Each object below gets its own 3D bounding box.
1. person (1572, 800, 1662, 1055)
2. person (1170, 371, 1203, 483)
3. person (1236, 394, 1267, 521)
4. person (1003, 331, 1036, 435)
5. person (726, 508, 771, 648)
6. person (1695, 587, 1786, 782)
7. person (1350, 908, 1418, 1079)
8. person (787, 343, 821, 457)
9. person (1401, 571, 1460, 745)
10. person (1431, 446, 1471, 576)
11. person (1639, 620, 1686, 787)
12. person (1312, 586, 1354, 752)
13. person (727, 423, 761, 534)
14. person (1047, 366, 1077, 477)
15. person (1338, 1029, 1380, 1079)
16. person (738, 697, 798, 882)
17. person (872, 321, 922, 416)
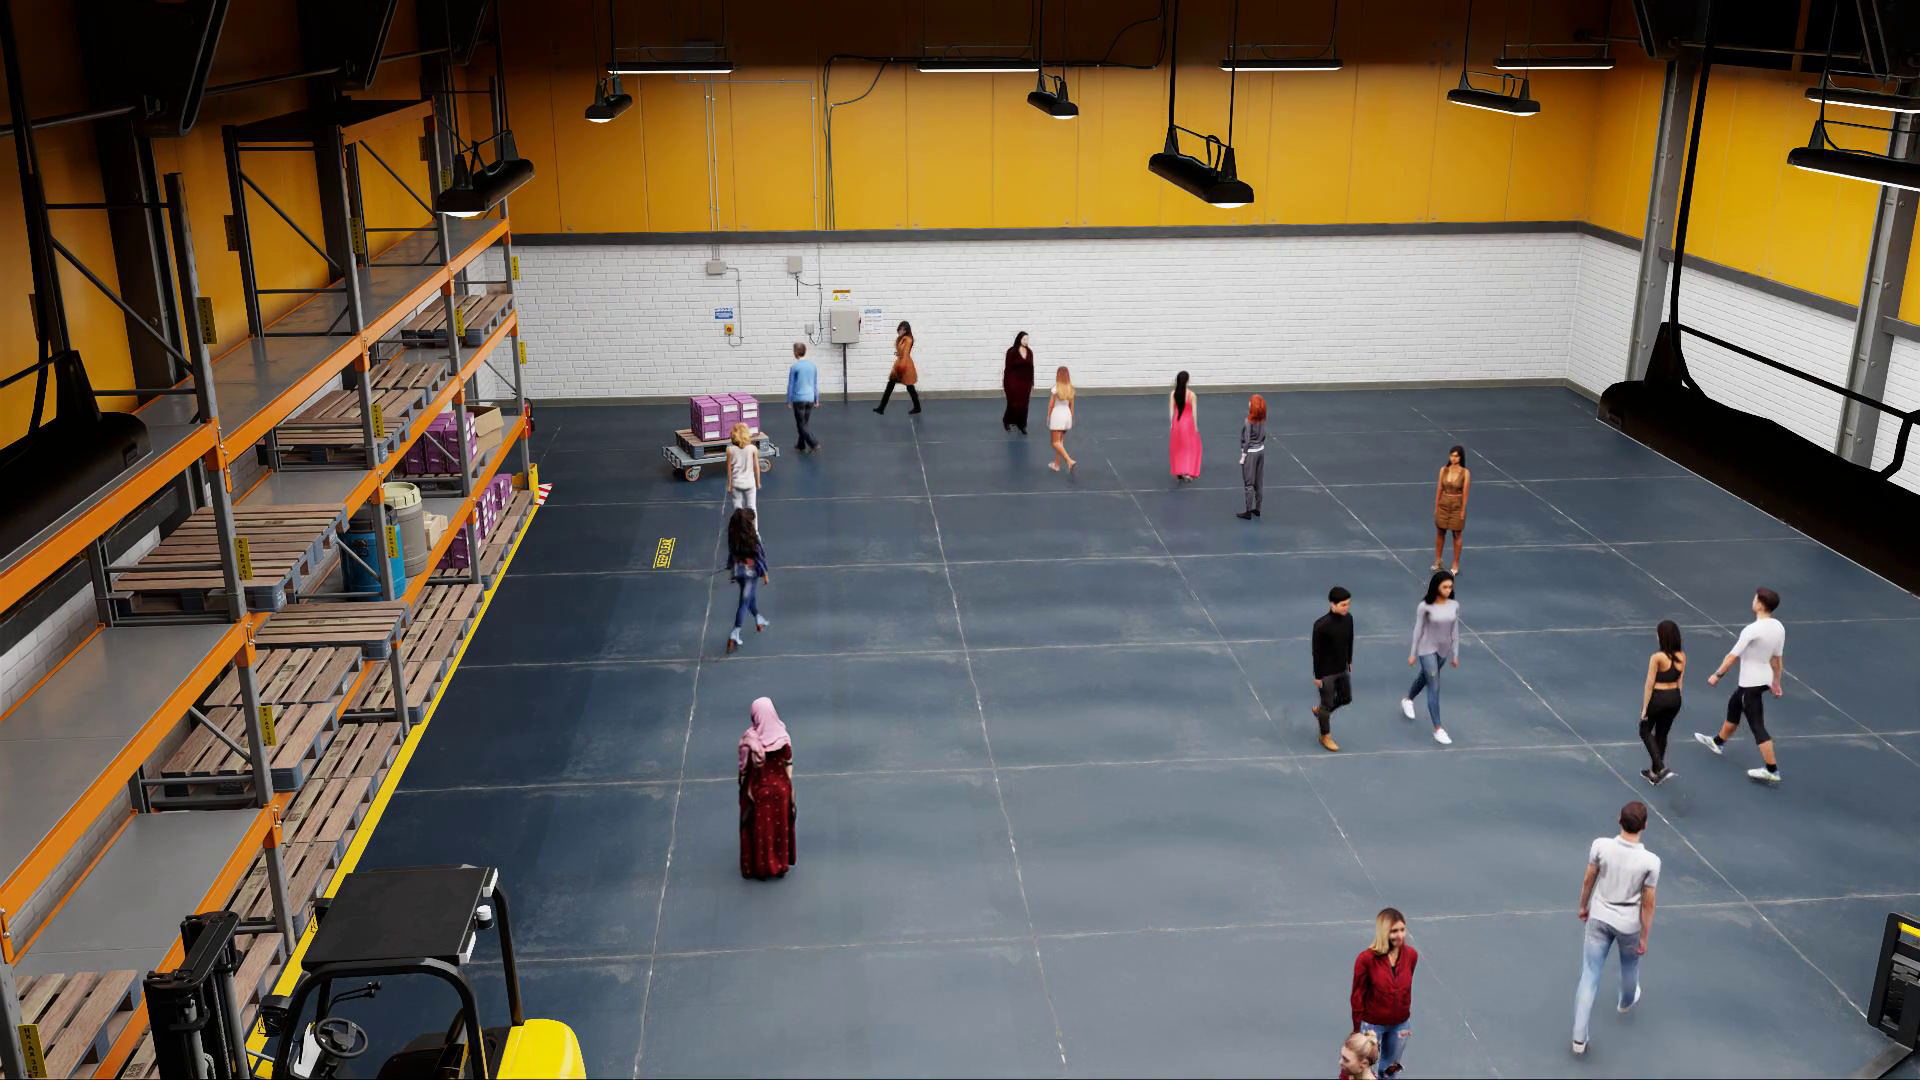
[{"bbox_3d":[4.557,2.751,11.653,1.167,1.797,1.304,12,22,32],"label":"person"},{"bbox_3d":[3.328,-1.680,24.932,0.784,1.721,0.809,11,21,29],"label":"person"},{"bbox_3d":[4.110,-1.178,23.348,0.657,1.779,0.677,-15,24,-38],"label":"person"},{"bbox_3d":[0.936,-2.611,27.664,0.838,1.741,0.855,-14,23,-35],"label":"person"},{"bbox_3d":[-2.458,0.449,18.837,1.007,1.575,1.152,11,21,29],"label":"person"},{"bbox_3d":[7.557,1.395,15.675,1.036,1.801,1.310,-11,22,-30],"label":"person"},{"bbox_3d":[2.738,3.129,10.788,0.653,1.634,0.615,-6,20,-18],"label":"person"},{"bbox_3d":[-2.452,-2.213,26.418,1.034,1.782,1.173,-16,24,-39],"label":"person"},{"bbox_3d":[4.704,1.112,16.698,0.810,1.684,1.265,-5,19,-15],"label":"person"},{"bbox_3d":[6.255,-0.390,21.156,0.632,1.685,0.683,14,23,35],"label":"person"},{"bbox_3d":[6.556,1.571,15.435,0.601,1.620,0.785,-3,19,-8],"label":"person"},{"bbox_3d":[3.614,1.216,16.349,0.832,1.709,0.887,-12,22,-32],"label":"person"},{"bbox_3d":[-2.908,-0.761,22.281,0.593,1.671,0.536,-2,19,-7],"label":"person"},{"bbox_3d":[1.564,-1.793,25.342,0.865,1.673,1.084,-11,21,-28],"label":"person"},{"bbox_3d":[2.323,3.534,9.493,0.831,1.692,0.818,-8,20,-22],"label":"person"},{"bbox_3d":[-1.625,2.077,13.912,0.724,1.634,0.685,-7,20,-19],"label":"person"},{"bbox_3d":[-0.882,-2.923,28.695,1.092,1.673,1.170,-10,21,-28],"label":"person"}]
